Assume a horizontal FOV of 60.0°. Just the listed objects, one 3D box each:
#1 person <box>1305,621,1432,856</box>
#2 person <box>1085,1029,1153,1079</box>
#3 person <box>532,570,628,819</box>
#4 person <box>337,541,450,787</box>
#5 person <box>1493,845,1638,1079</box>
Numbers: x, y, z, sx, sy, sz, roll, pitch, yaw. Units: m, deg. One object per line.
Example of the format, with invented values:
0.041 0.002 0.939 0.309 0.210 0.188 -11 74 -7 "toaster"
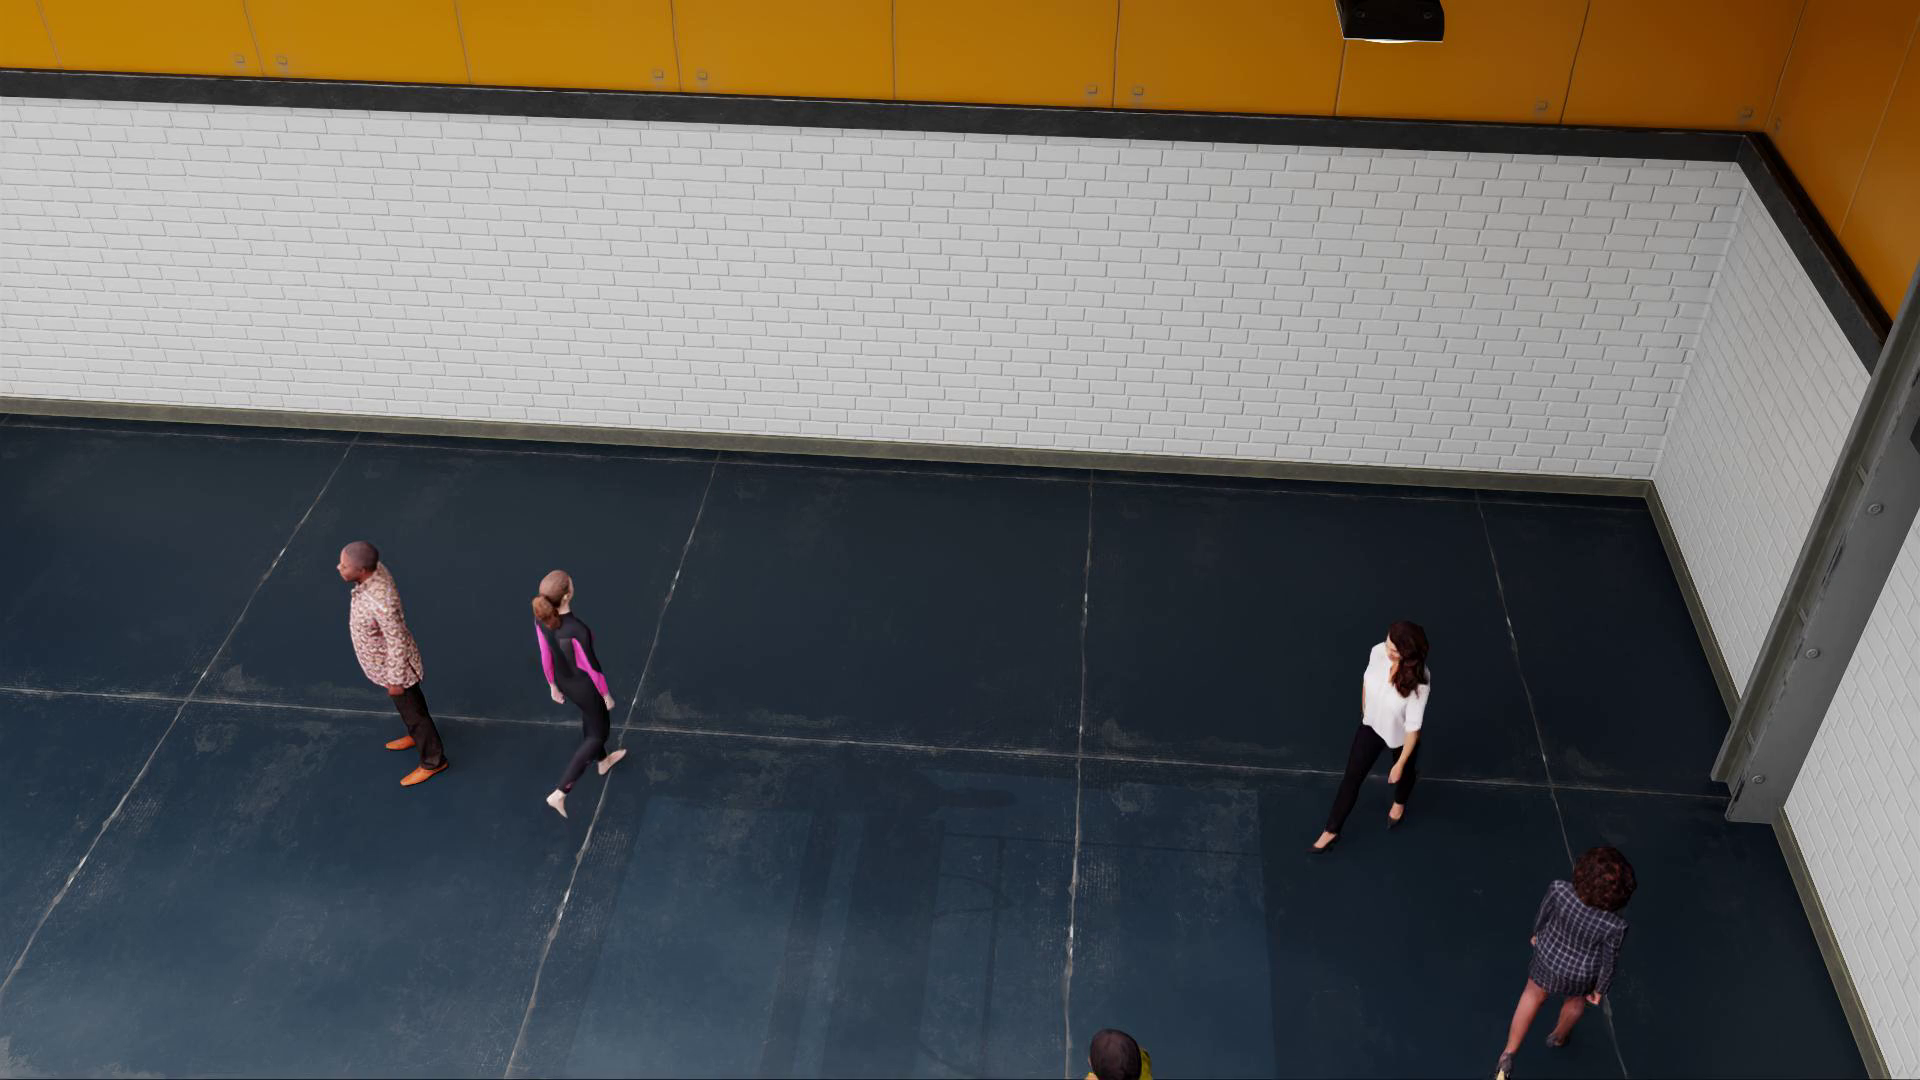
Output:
2.584 1.097 9.769 1.060 1.742 1.132 32 48 33 "person"
0.712 2.821 7.682 1.056 1.652 0.902 19 42 22 "person"
-2.329 0.935 9.981 0.848 1.730 1.067 20 43 24 "person"
-3.465 0.722 10.186 0.843 1.808 0.723 -17 42 -20 "person"
3.041 2.195 8.441 0.936 1.682 1.055 29 47 32 "person"
